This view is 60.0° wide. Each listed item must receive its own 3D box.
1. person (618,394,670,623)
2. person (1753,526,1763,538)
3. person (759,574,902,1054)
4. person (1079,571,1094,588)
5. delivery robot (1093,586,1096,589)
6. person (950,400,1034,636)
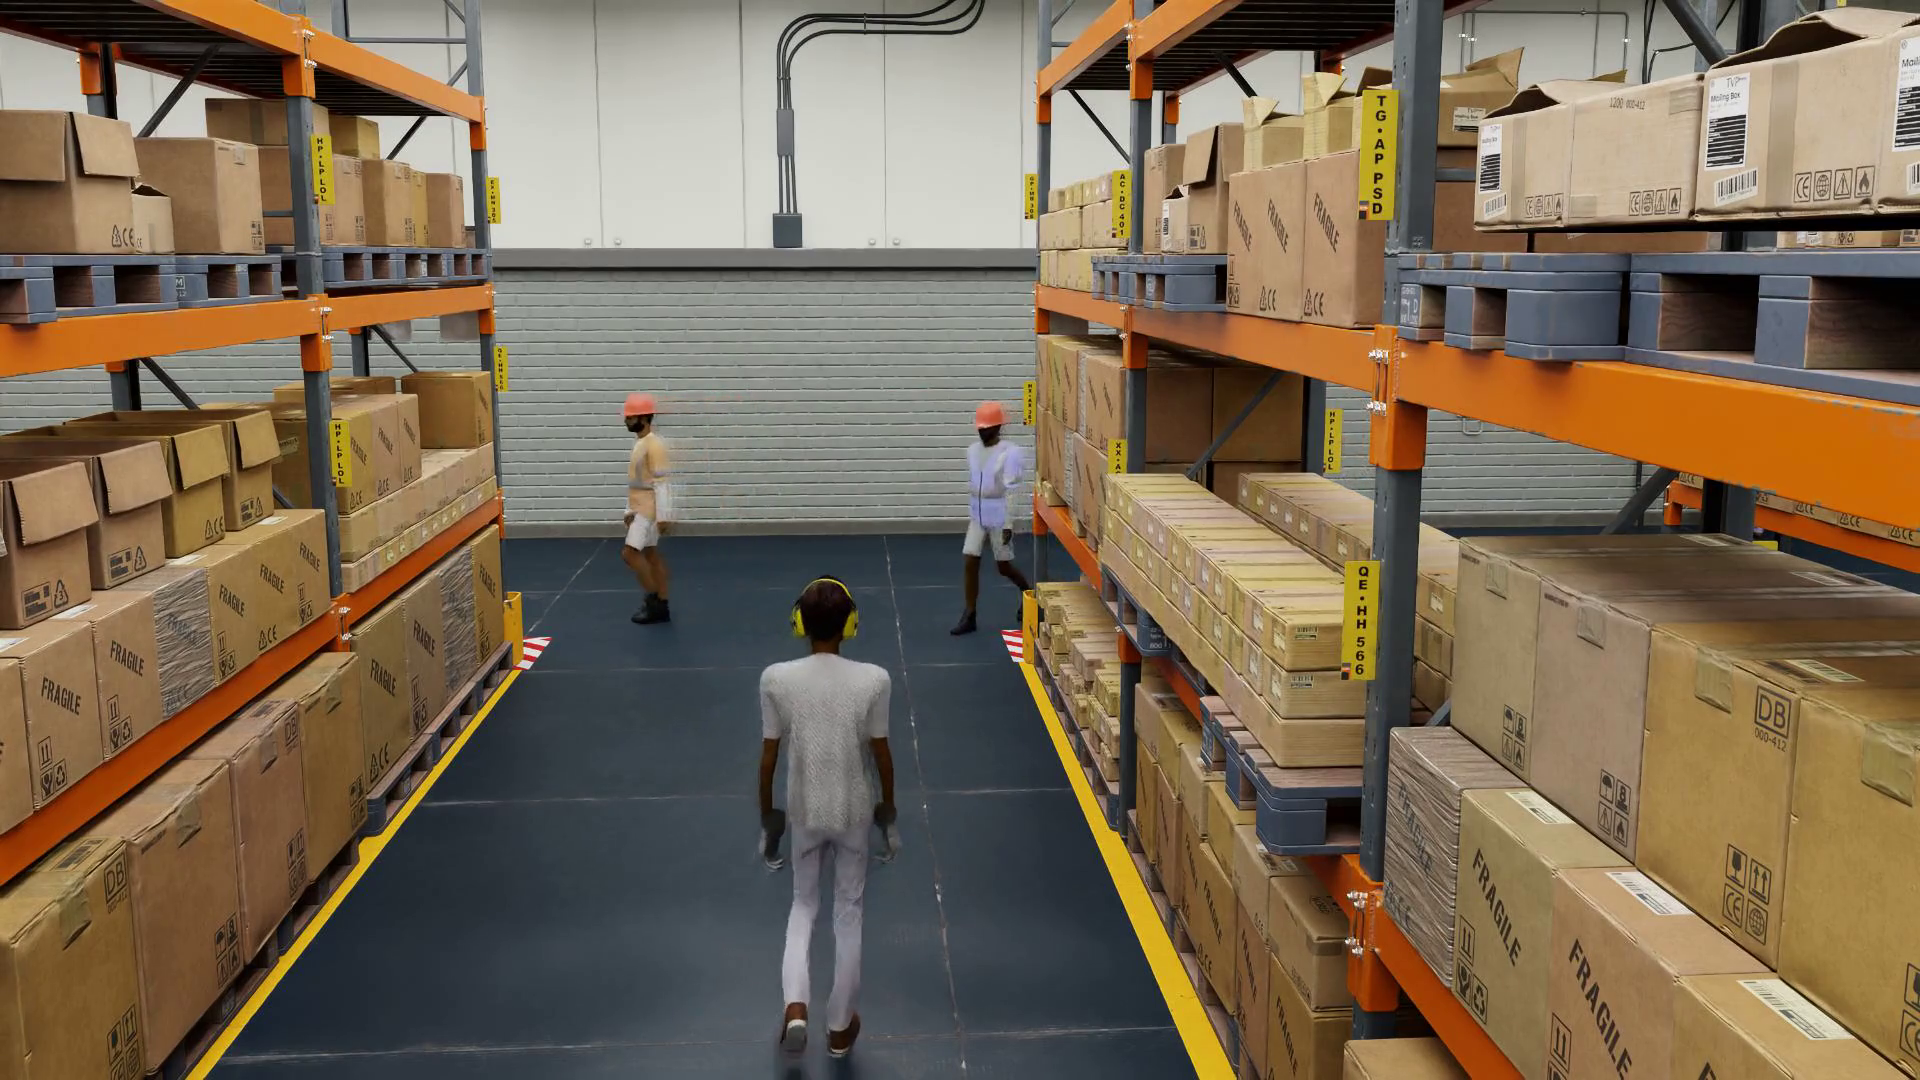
[{"bbox_3d":[-2.639,-0.252,13.775,0.500,1.916,0.557,-3,10,-19],"label":"person"},{"bbox_3d":[8.501,-0.960,17.992,0.651,1.906,0.402,-2,10,-11],"label":"person"},{"bbox_3d":[-0.486,1.063,6.243,0.526,1.858,0.468,1,10,6],"label":"person"},{"bbox_3d":[1.107,-0.071,13.585,0.756,1.603,0.540,0,10,0],"label":"person"},{"bbox_3d":[1.372,0.404,13.655,0.477,0.478,0.707,-8,12,-38],"label":"delivery robot"},{"bbox_3d":[0.305,-0.193,13.509,0.557,1.910,0.815,8,12,38],"label":"person"}]
